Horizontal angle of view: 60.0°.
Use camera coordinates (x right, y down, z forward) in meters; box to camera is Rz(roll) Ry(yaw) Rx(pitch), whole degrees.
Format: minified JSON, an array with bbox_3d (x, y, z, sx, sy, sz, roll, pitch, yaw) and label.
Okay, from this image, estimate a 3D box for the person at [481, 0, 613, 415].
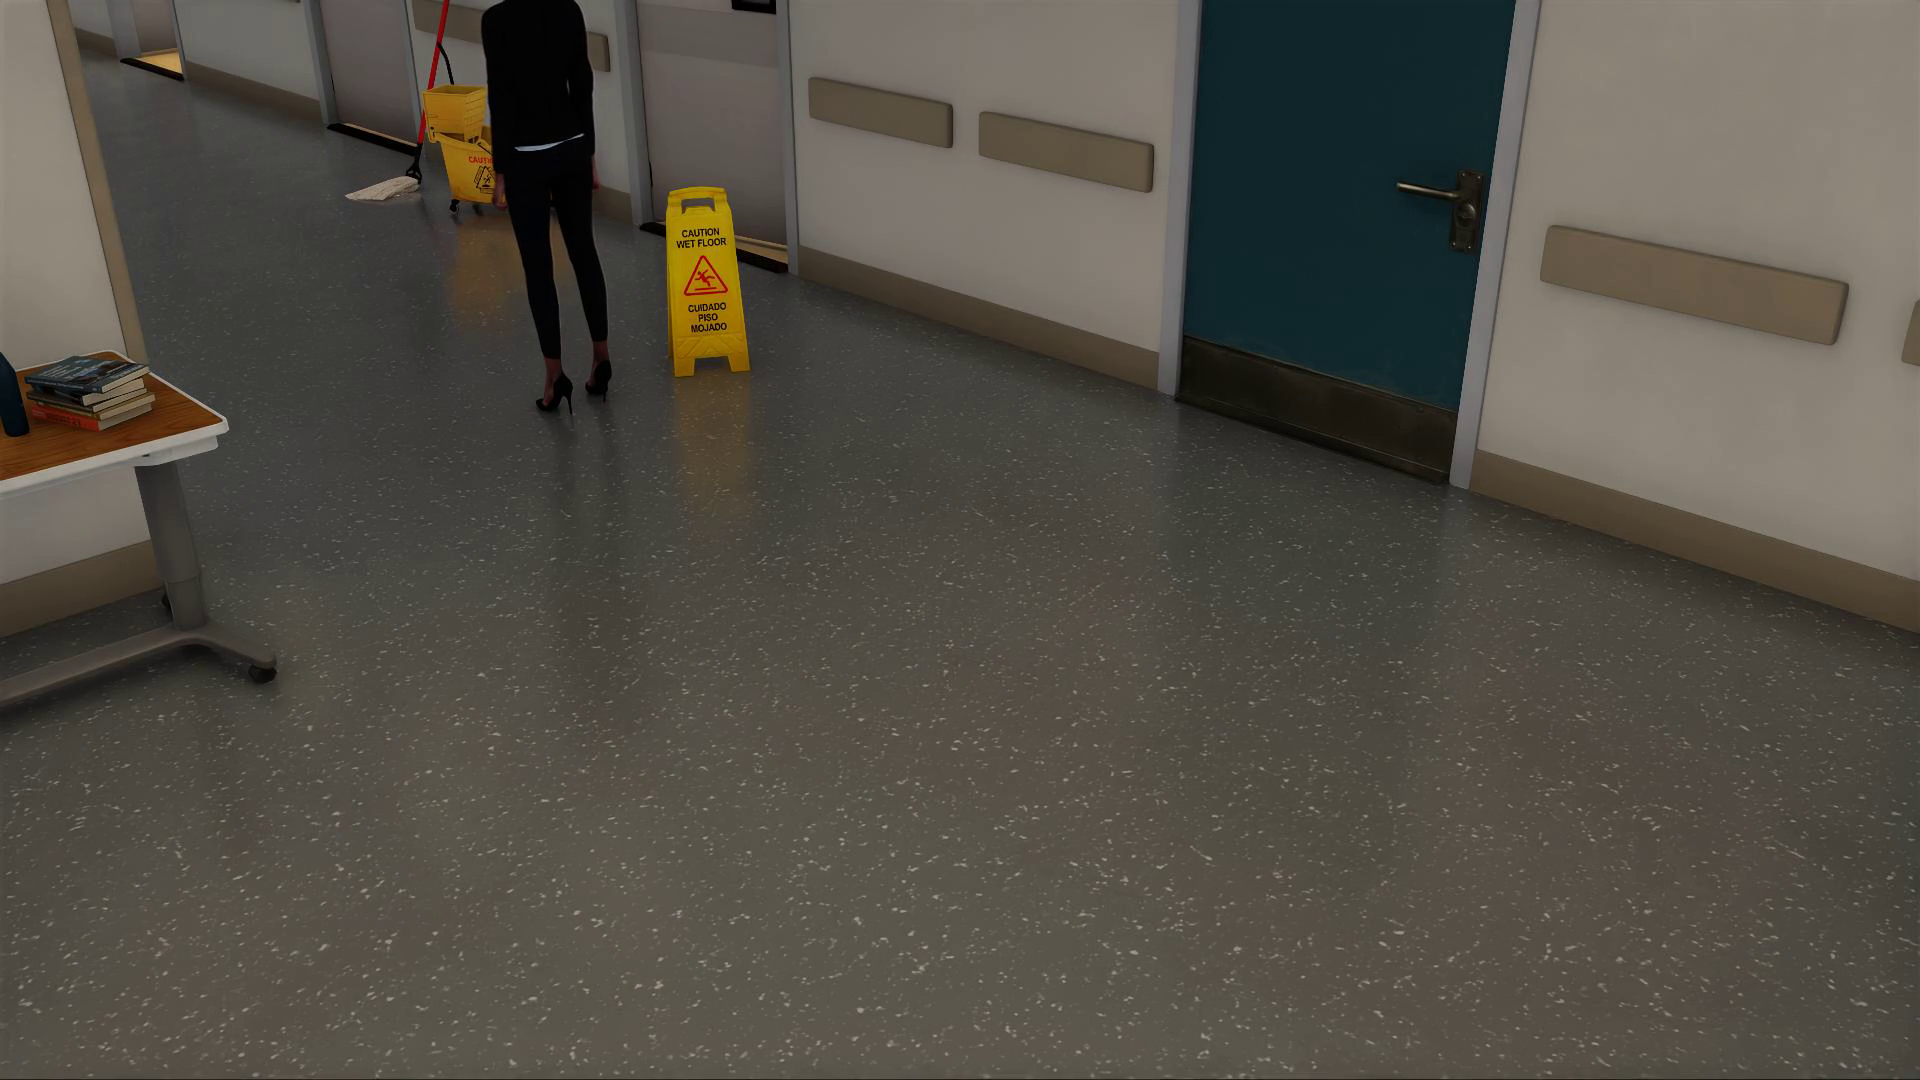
[{"bbox_3d":[-1.565,-1.387,6.319,0.606,1.836,0.505,-23,34,-39],"label":"person"}]
